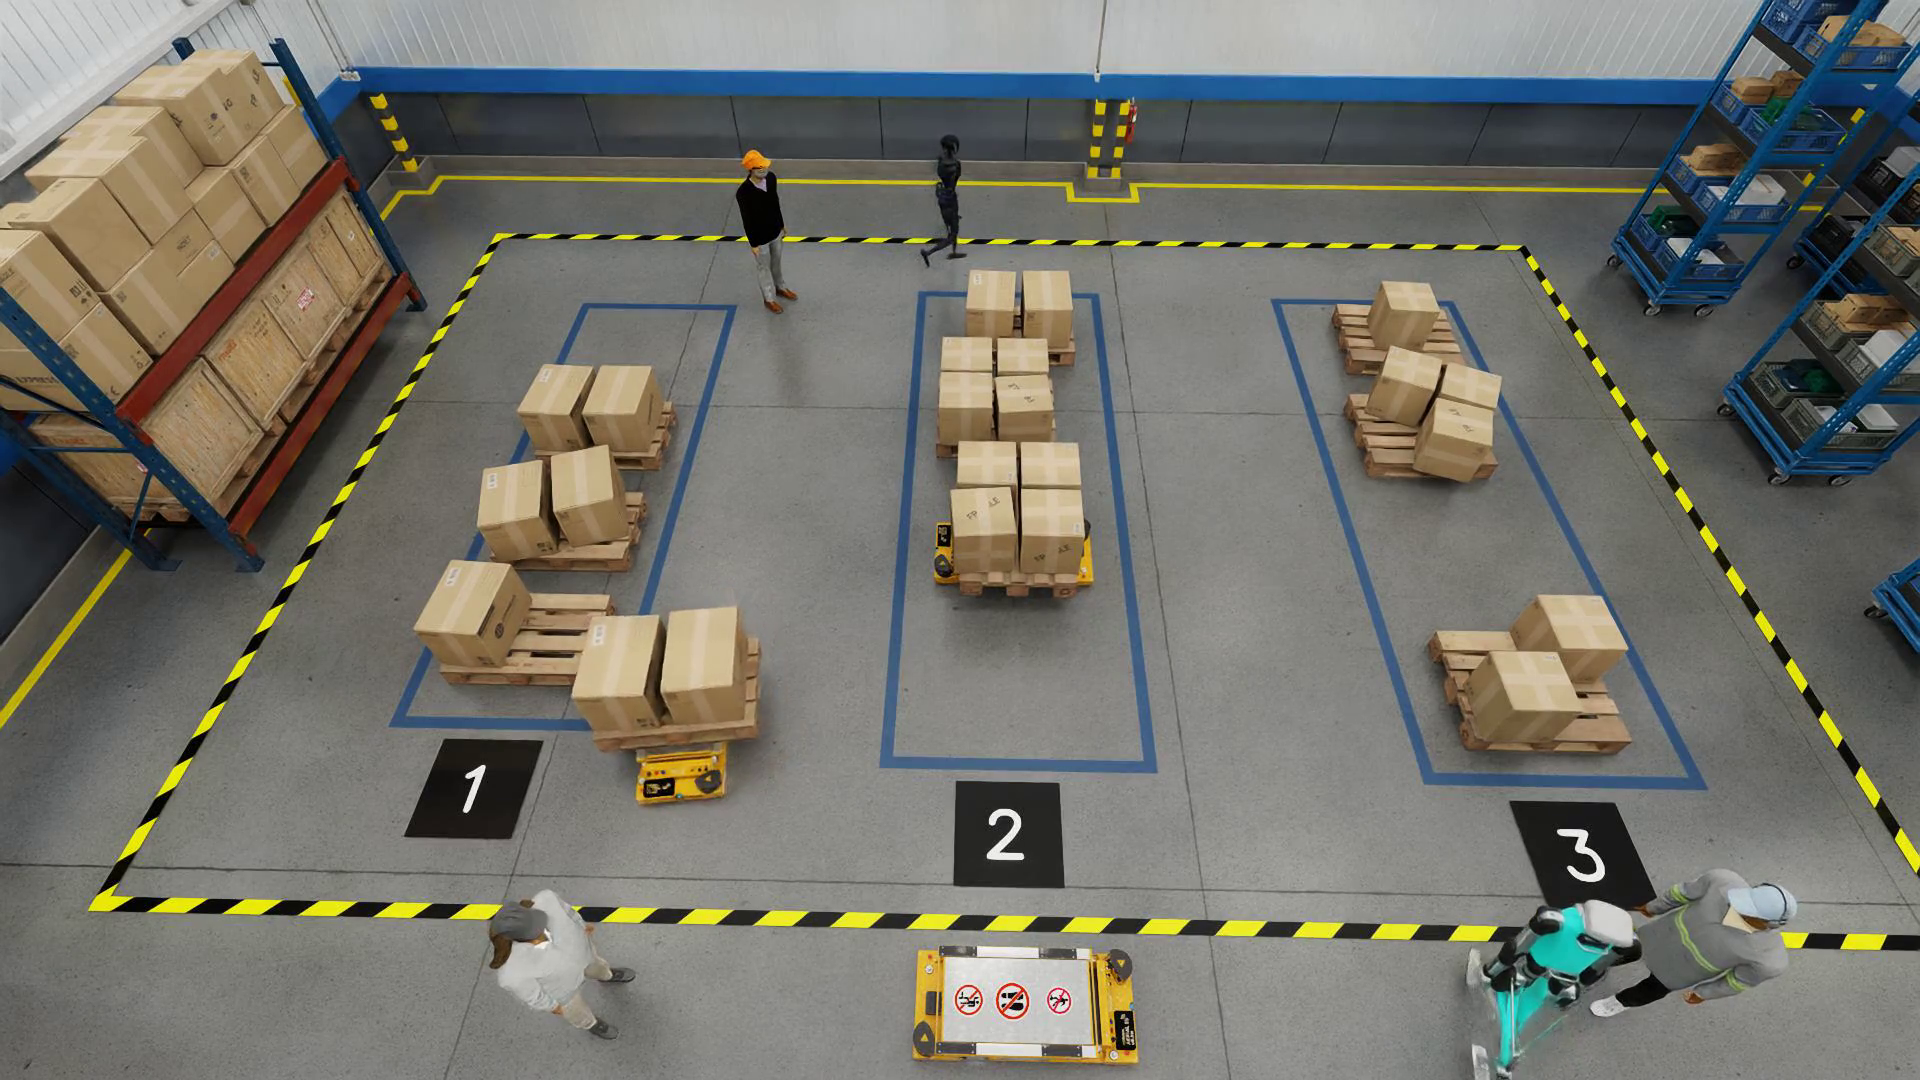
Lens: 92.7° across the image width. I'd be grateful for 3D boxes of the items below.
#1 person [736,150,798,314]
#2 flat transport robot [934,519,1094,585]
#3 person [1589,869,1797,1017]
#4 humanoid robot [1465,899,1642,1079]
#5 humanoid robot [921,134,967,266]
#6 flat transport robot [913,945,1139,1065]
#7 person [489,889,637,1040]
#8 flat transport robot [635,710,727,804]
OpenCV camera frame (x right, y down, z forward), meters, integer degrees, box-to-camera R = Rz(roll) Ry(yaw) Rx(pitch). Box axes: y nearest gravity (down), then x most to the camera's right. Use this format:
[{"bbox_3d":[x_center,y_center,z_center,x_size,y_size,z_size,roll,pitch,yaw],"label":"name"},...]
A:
[{"bbox_3d":[-2.163,-3.438,10.247,0.357,1.884,0.588,25,55,19],"label":"person"},{"bbox_3d":[0.490,0.087,8.397,1.431,0.197,0.652,1,51,1],"label":"flat transport robot"},{"bbox_3d":[4.298,2.437,5.477,0.385,1.850,0.599,-4,51,-3],"label":"person"},{"bbox_3d":[3.356,2.724,5.331,0.554,1.728,1.056,10,52,8],"label":"humanoid robot"},{"bbox_3d":[-0.203,-4.019,10.861,0.582,1.642,0.596,-8,51,-6],"label":"humanoid robot"},{"bbox_3d":[0.422,3.041,6.007,1.431,0.231,0.659,1,51,1],"label":"flat transport robot"},{"bbox_3d":[-2.383,2.527,5.457,0.398,1.769,0.563,5,51,4],"label":"person"},{"bbox_3d":[-2.191,1.374,7.348,0.652,0.197,1.431,-4,51,-3],"label":"flat transport robot"}]
